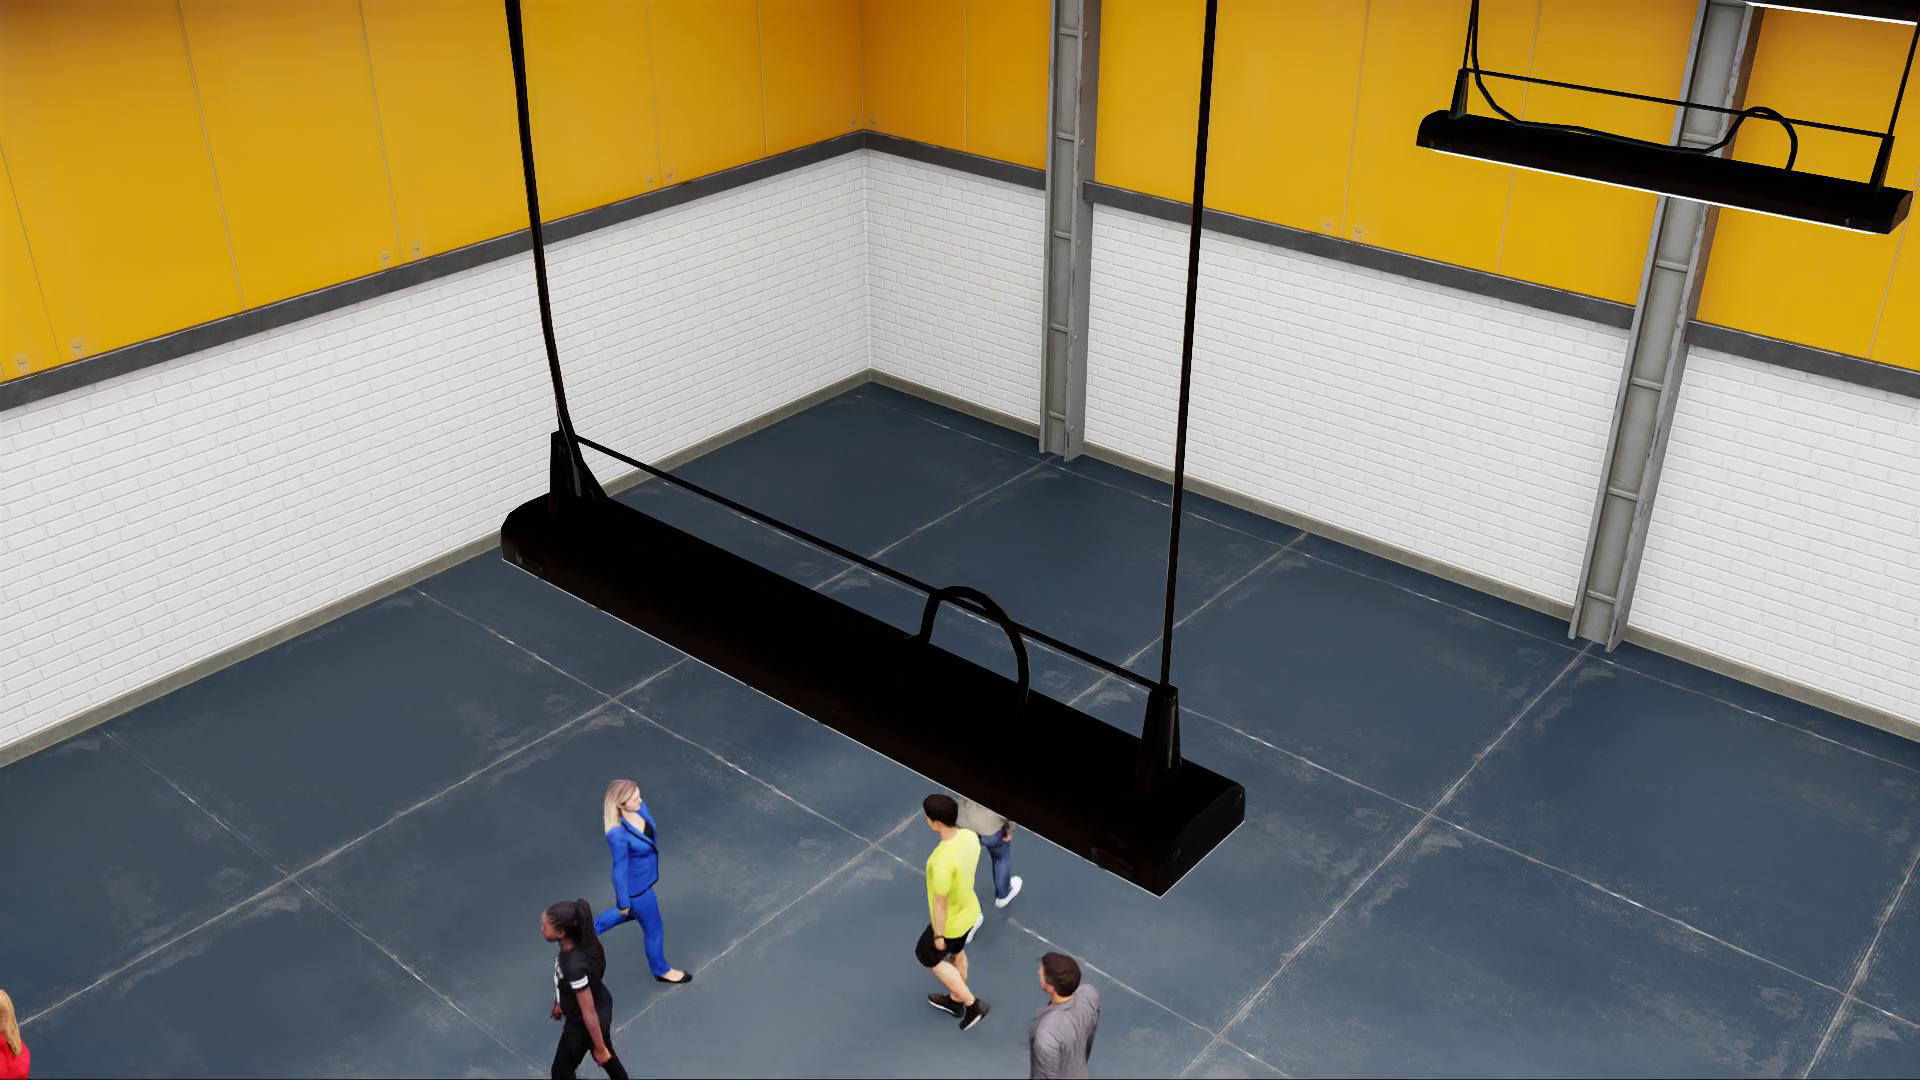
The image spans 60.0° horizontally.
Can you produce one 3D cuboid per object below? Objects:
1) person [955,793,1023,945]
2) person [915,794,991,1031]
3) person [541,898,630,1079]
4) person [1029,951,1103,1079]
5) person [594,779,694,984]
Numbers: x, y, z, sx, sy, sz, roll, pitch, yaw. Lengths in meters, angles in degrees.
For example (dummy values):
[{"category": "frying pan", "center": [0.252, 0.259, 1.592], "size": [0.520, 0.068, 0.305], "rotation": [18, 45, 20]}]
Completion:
[{"category": "person", "center": [0.096, 1.923, 11.104], "size": [0.980, 1.838, 0.935], "rotation": [11, 30, 19]}, {"category": "person", "center": [0.027, 2.365, 10.453], "size": [0.818, 1.685, 0.738], "rotation": [12, 31, 21]}, {"category": "person", "center": [-2.081, 2.783, 9.660], "size": [0.956, 1.710, 0.907], "rotation": [-7, 29, -12]}, {"category": "person", "center": [0.543, 2.991, 9.109], "size": [0.606, 1.873, 0.689], "rotation": [19, 34, 31]}, {"category": "person", "center": [-2.193, 2.212, 10.743], "size": [1.156, 1.676, 1.038], "rotation": [-1, 29, -2]}]
